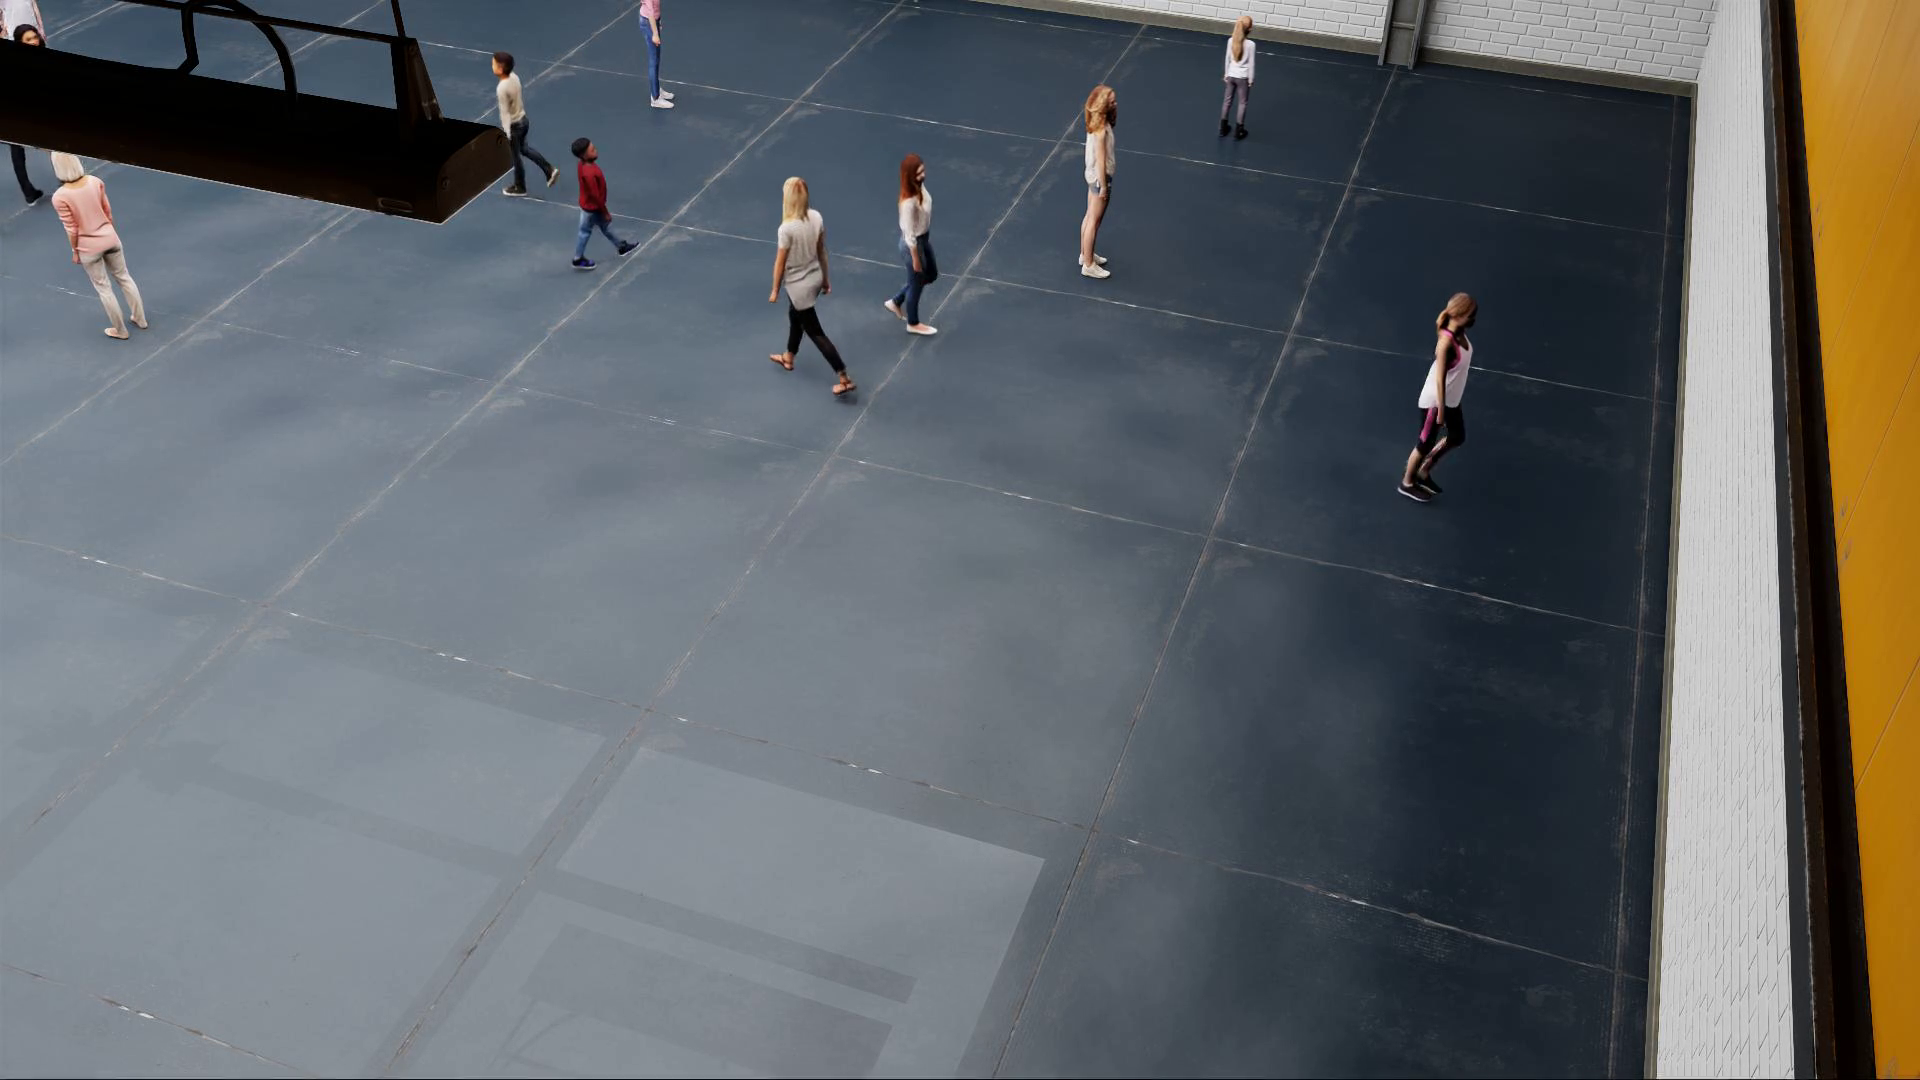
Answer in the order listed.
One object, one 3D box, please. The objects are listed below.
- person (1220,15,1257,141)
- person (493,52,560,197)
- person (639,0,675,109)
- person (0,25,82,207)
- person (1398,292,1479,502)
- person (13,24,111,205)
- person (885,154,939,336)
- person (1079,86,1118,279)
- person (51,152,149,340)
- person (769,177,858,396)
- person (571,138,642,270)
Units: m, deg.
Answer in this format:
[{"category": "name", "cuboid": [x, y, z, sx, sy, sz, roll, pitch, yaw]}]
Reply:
[{"category": "person", "cuboid": [2.858, -4.746, 17.054, 0.509, 1.277, 0.600, 26, 46, 29]}, {"category": "person", "cuboid": [-4.202, -3.976, 15.949, 0.821, 1.453, 0.622, 7, 39, 8]}, {"category": "person", "cuboid": [-3.263, -5.460, 17.575, 0.644, 1.743, 0.641, -3, 39, -4]}, {"category": "person", "cuboid": [-8.999, -4.037, 15.773, 1.118, 1.767, 0.920, 1, 39, 1]}, {"category": "person", "cuboid": [3.370, -1.030, 12.006, 0.666, 1.771, 0.671, 19, 42, 22]}, {"category": "person", "cuboid": [-8.608, -4.042, 15.809, 1.163, 1.729, 0.814, 25, 45, 28]}, {"category": "person", "cuboid": [-0.460, -2.445, 13.823, 0.728, 1.714, 0.658, 6, 39, 8]}, {"category": "person", "cuboid": [1.209, -3.178, 14.704, 0.629, 1.759, 0.651, -1, 39, -1]}, {"category": "person", "cuboid": [-7.200, -2.483, 13.862, 0.588, 1.725, 0.643, 21, 43, 25]}, {"category": "person", "cuboid": [-1.155, -1.950, 13.148, 1.261, 1.782, 0.868, 25, 45, 28]}, {"category": "person", "cuboid": [-3.359, -2.983, 14.887, 0.937, 1.226, 0.823, -11, 40, -14]}]
